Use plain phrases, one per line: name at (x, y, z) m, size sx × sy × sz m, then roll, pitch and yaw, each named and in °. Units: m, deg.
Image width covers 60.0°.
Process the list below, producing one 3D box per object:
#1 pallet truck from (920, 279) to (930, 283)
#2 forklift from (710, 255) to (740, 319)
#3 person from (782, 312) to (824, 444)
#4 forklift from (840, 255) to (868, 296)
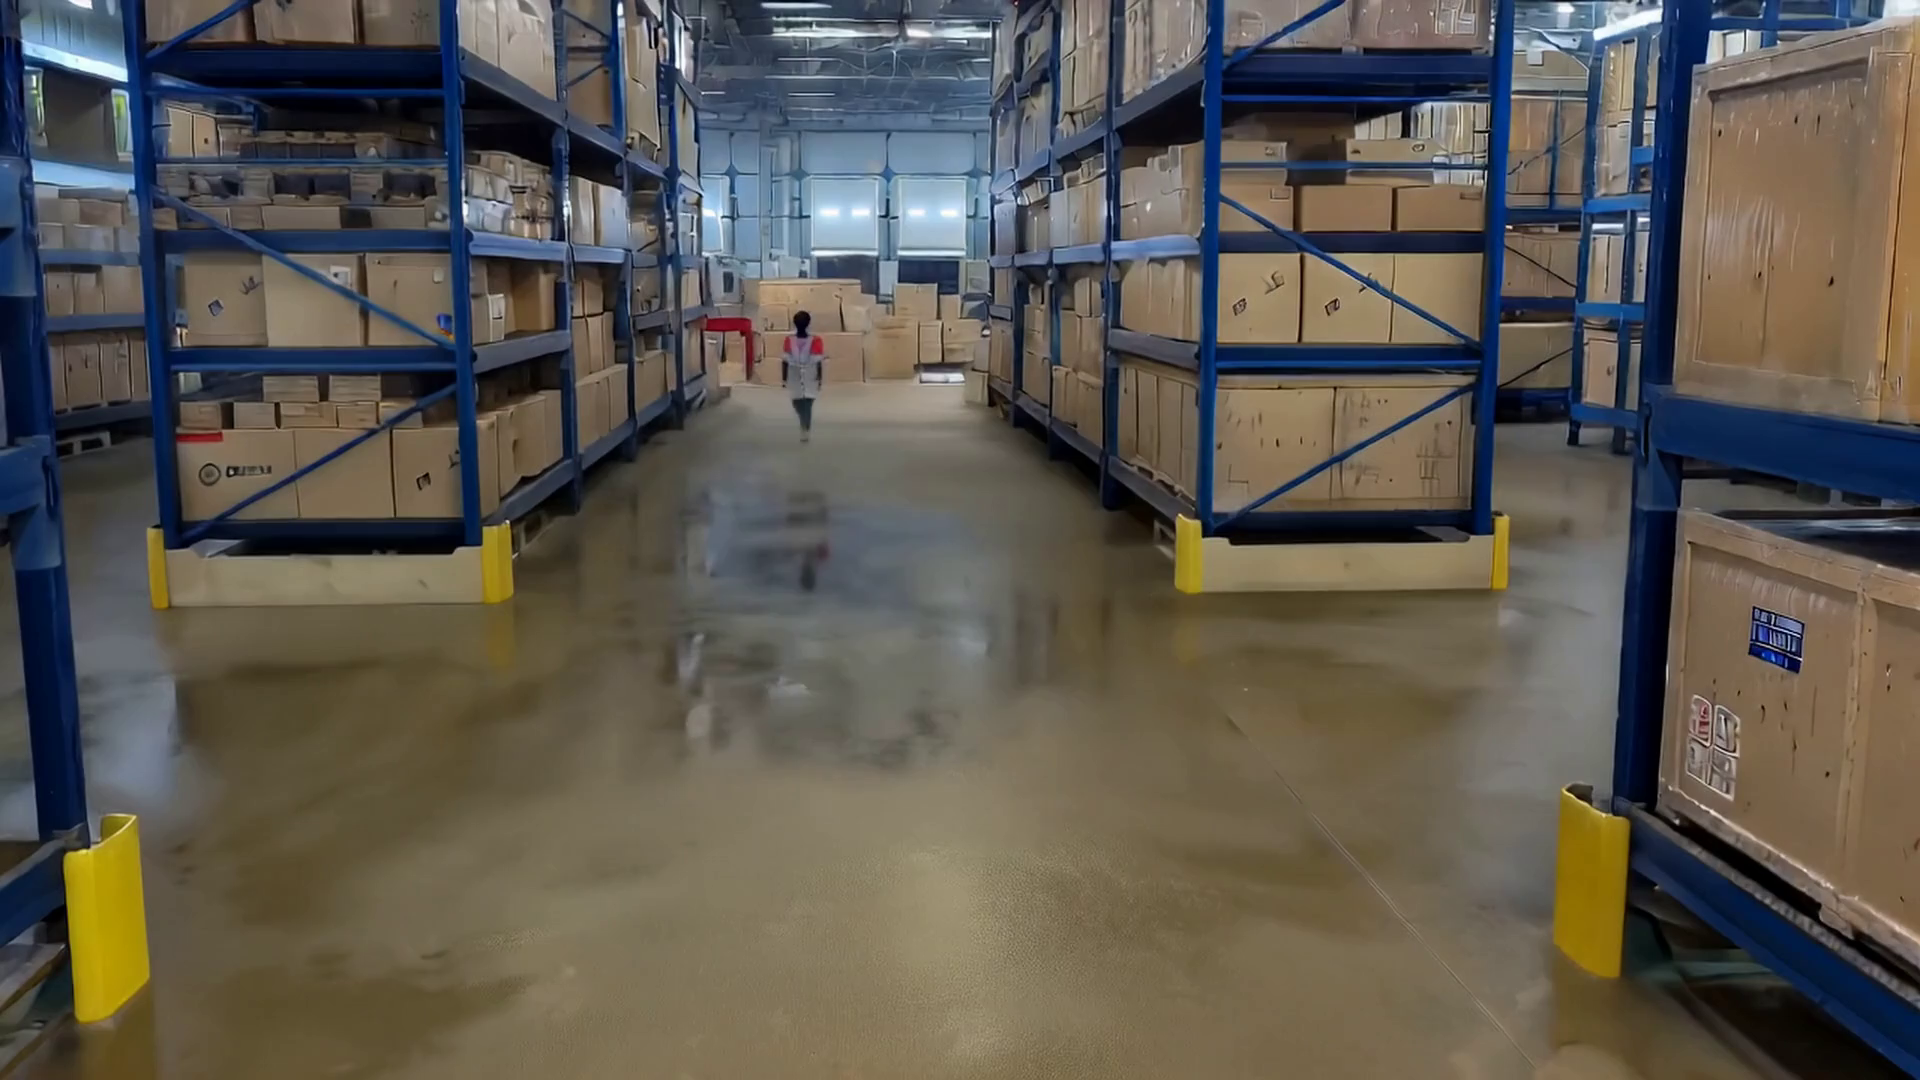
pallet truck at (-0.932, -8.922, 63.114) m, size 1.885 × 1.965 × 0.823 m, roll 2°, pitch 9°, yaw 13°
forklift at (-8.364, -8.712, 59.035) m, size 1.129 × 2.768 × 1.873 m, roll -1°, pitch 9°, yaw -4°
person at (-1.984, -2.070, 21.126) m, size 0.536 × 1.668 × 0.757 m, roll 1°, pitch 9°, yaw 7°
forklift at (-3.663, -8.478, 57.565) m, size 1.129 × 2.768 × 1.873 m, roll -5°, pitch 10°, yaw -30°
